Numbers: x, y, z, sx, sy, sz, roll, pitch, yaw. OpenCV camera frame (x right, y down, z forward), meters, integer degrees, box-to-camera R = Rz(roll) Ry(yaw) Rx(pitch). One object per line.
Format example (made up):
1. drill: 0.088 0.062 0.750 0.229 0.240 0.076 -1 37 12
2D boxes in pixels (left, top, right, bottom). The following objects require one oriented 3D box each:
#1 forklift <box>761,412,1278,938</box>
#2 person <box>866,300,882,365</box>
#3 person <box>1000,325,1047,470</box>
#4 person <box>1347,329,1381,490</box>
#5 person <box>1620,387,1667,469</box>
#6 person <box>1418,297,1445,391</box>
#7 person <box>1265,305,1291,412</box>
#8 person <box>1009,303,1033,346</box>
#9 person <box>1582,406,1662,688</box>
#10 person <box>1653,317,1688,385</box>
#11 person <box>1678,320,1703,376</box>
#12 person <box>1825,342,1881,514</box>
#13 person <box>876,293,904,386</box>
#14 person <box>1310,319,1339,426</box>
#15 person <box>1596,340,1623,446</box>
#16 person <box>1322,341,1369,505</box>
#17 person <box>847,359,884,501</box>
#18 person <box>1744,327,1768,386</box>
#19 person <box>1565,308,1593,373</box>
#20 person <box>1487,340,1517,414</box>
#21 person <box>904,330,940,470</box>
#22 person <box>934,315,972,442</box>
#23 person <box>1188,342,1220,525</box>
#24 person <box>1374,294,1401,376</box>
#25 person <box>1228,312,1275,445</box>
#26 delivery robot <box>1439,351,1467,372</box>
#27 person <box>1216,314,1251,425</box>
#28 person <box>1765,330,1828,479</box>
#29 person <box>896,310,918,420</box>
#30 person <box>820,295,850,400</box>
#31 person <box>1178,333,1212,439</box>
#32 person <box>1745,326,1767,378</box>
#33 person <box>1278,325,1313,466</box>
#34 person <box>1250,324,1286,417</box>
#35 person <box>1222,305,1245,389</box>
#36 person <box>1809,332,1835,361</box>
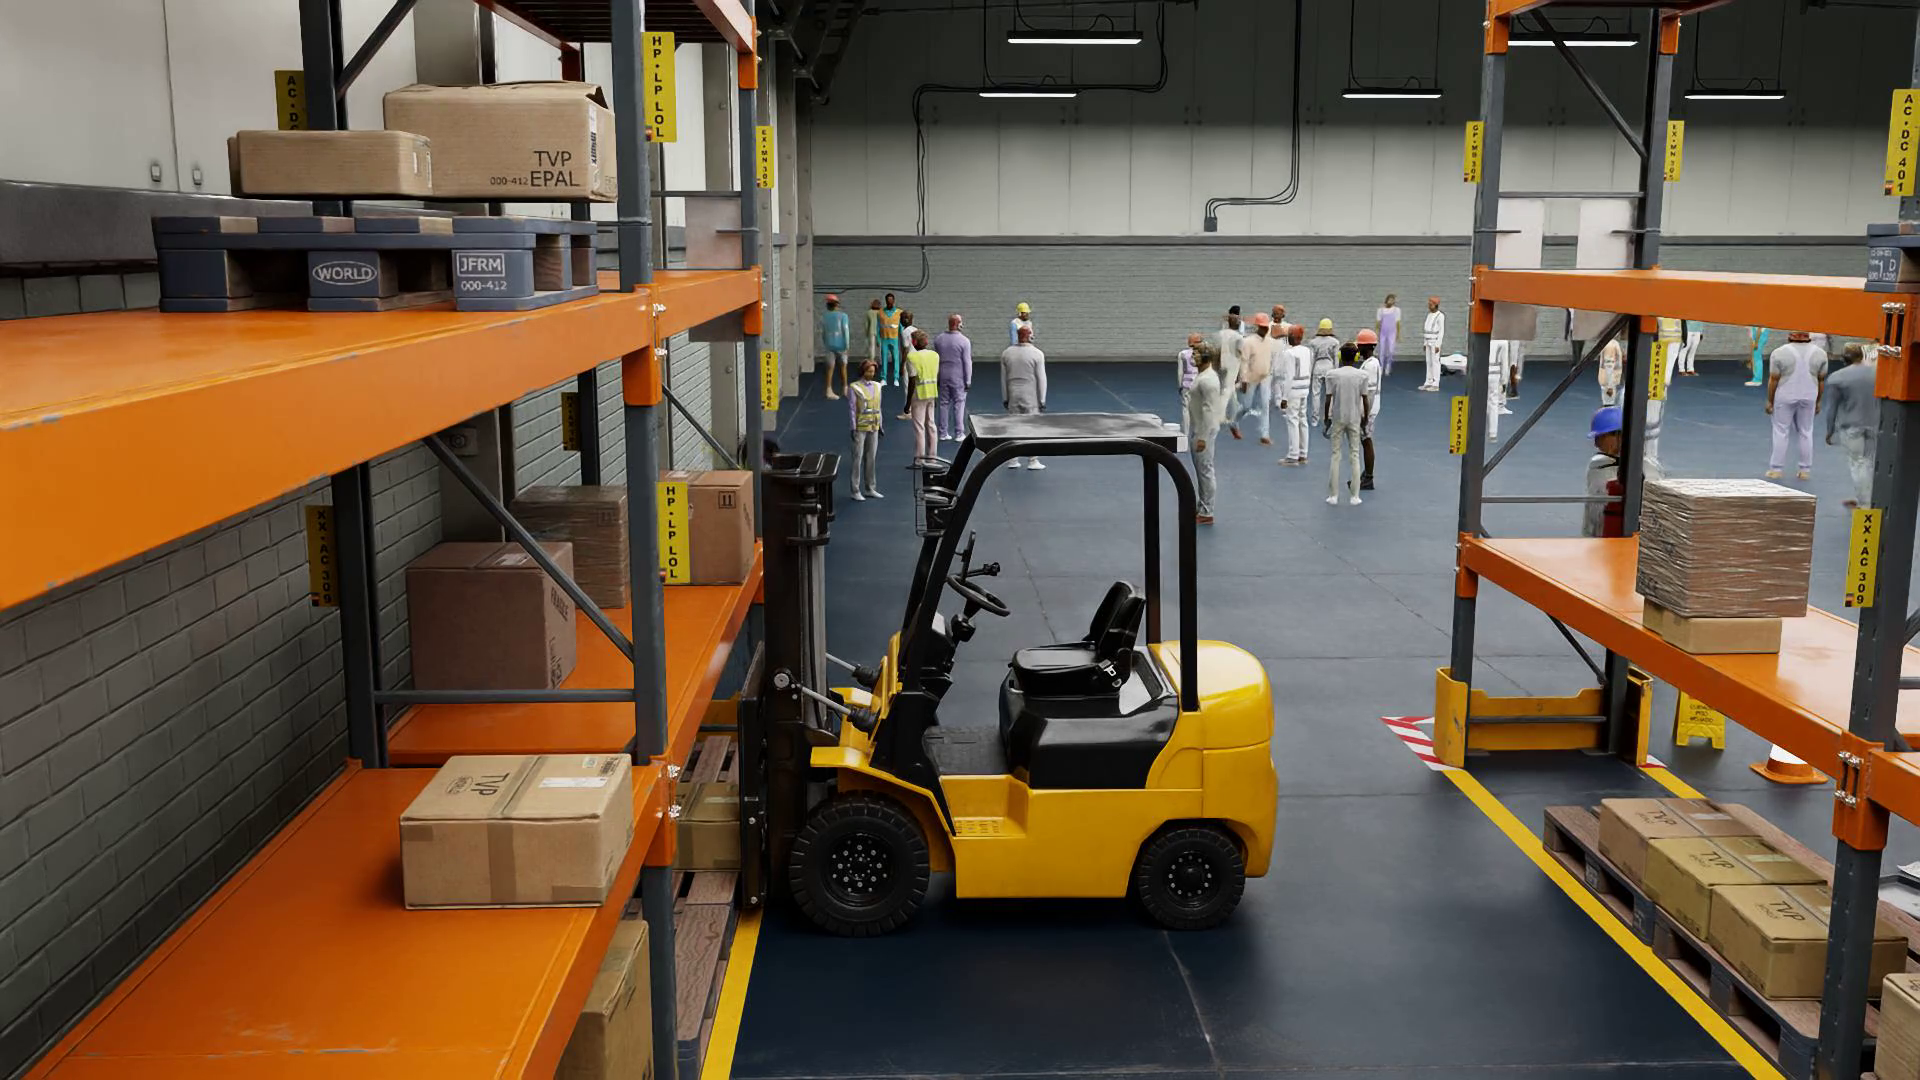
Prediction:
1. forklift: 0.291 0.548 7.580 2.313 2.155 1.214 0 10 -2
2. person: -2.008 -4.959 39.941 0.510 1.591 0.819 1 10 6
3. person: 0.858 -1.874 21.875 0.651 1.906 0.402 6 12 30
4. person: 4.891 -1.574 20.116 0.356 1.937 0.552 2 10 12
5. person: 7.012 -1.004 17.262 0.583 1.837 0.813 -2 10 -12
6. person: 9.496 -3.936 33.426 0.355 1.884 0.576 -2 10 -13
7. person: 5.554 -3.188 29.256 0.573 1.885 0.357 -2 10 -11
8. person: 1.188 -3.605 31.717 0.404 1.834 0.591 8 13 38
9. person: 4.336 0.079 10.981 0.415 1.916 0.643 -5 12 -28
10. person: 14.935 -4.163 34.956 0.643 1.787 0.976 7 12 35
11. person: 16.313 -4.619 37.093 0.627 1.934 0.372 -4 11 -21
12. person: 9.838 -1.226 18.325 0.636 1.888 0.735 0 10 -1
13. person: -1.456 -4.166 34.605 0.591 1.922 0.392 2 10 8
14. person: 5.920 -2.720 27.042 0.483 1.745 0.302 4 11 20
15. person: 9.499 -2.299 24.209 0.392 1.923 0.553 5 11 25
16. person: 4.390 -1.319 18.914 0.532 1.861 0.321 2 10 11
17. person: -1.093 -1.279 19.307 0.310 1.639 0.514 9 14 42
18. person: 16.583 -4.113 34.561 0.359 1.835 0.512 6 12 30
19. person: 14.204 -4.762 38.076 0.609 1.863 0.993 1 10 4
20. person: 9.412 -3.141 28.938 0.389 1.911 0.585 -7 12 -33
21. person: -0.492 -1.834 21.840 0.389 1.837 0.563 9 14 41
22. person: -0.079 -2.419 24.947 0.644 1.900 0.399 7 12 33
23. person: 2.560 -1.126 17.617 0.370 1.940 0.631 0 10 2
24. person: 9.485 -4.542 36.985 0.605 1.816 0.568 4 11 19
25. person: 4.340 -2.407 24.705 0.631 1.963 0.902 -5 11 -25
26. delivery robot: 11.014 -3.942 36.898 0.477 0.478 0.707 -10 14 -43
27. person: 4.536 -2.809 27.390 0.953 1.795 0.542 -7 12 -35
28. person: 10.532 -1.791 21.037 0.688 2.000 0.536 1 10 8
29. person: -0.878 -2.943 28.003 0.345 1.846 0.508 4 11 21
30. person: -2.351 -3.675 31.746 0.682 1.960 1.034 3 11 17
31. person: 3.503 -2.272 24.842 0.510 1.639 0.308 3 11 15
32. person: 17.592 -4.448 36.664 0.547 1.747 0.420 -7 12 -34
33. person: 4.497 -1.937 22.287 0.339 1.882 0.581 9 14 43
34. person: 5.388 -2.882 28.373 0.836 1.587 0.502 6 12 30
35. person: 5.587 -3.927 33.898 0.535 1.697 0.318 10 14 43
36. person: 16.110 -3.559 31.395 0.600 1.870 1.016 0 10 1
